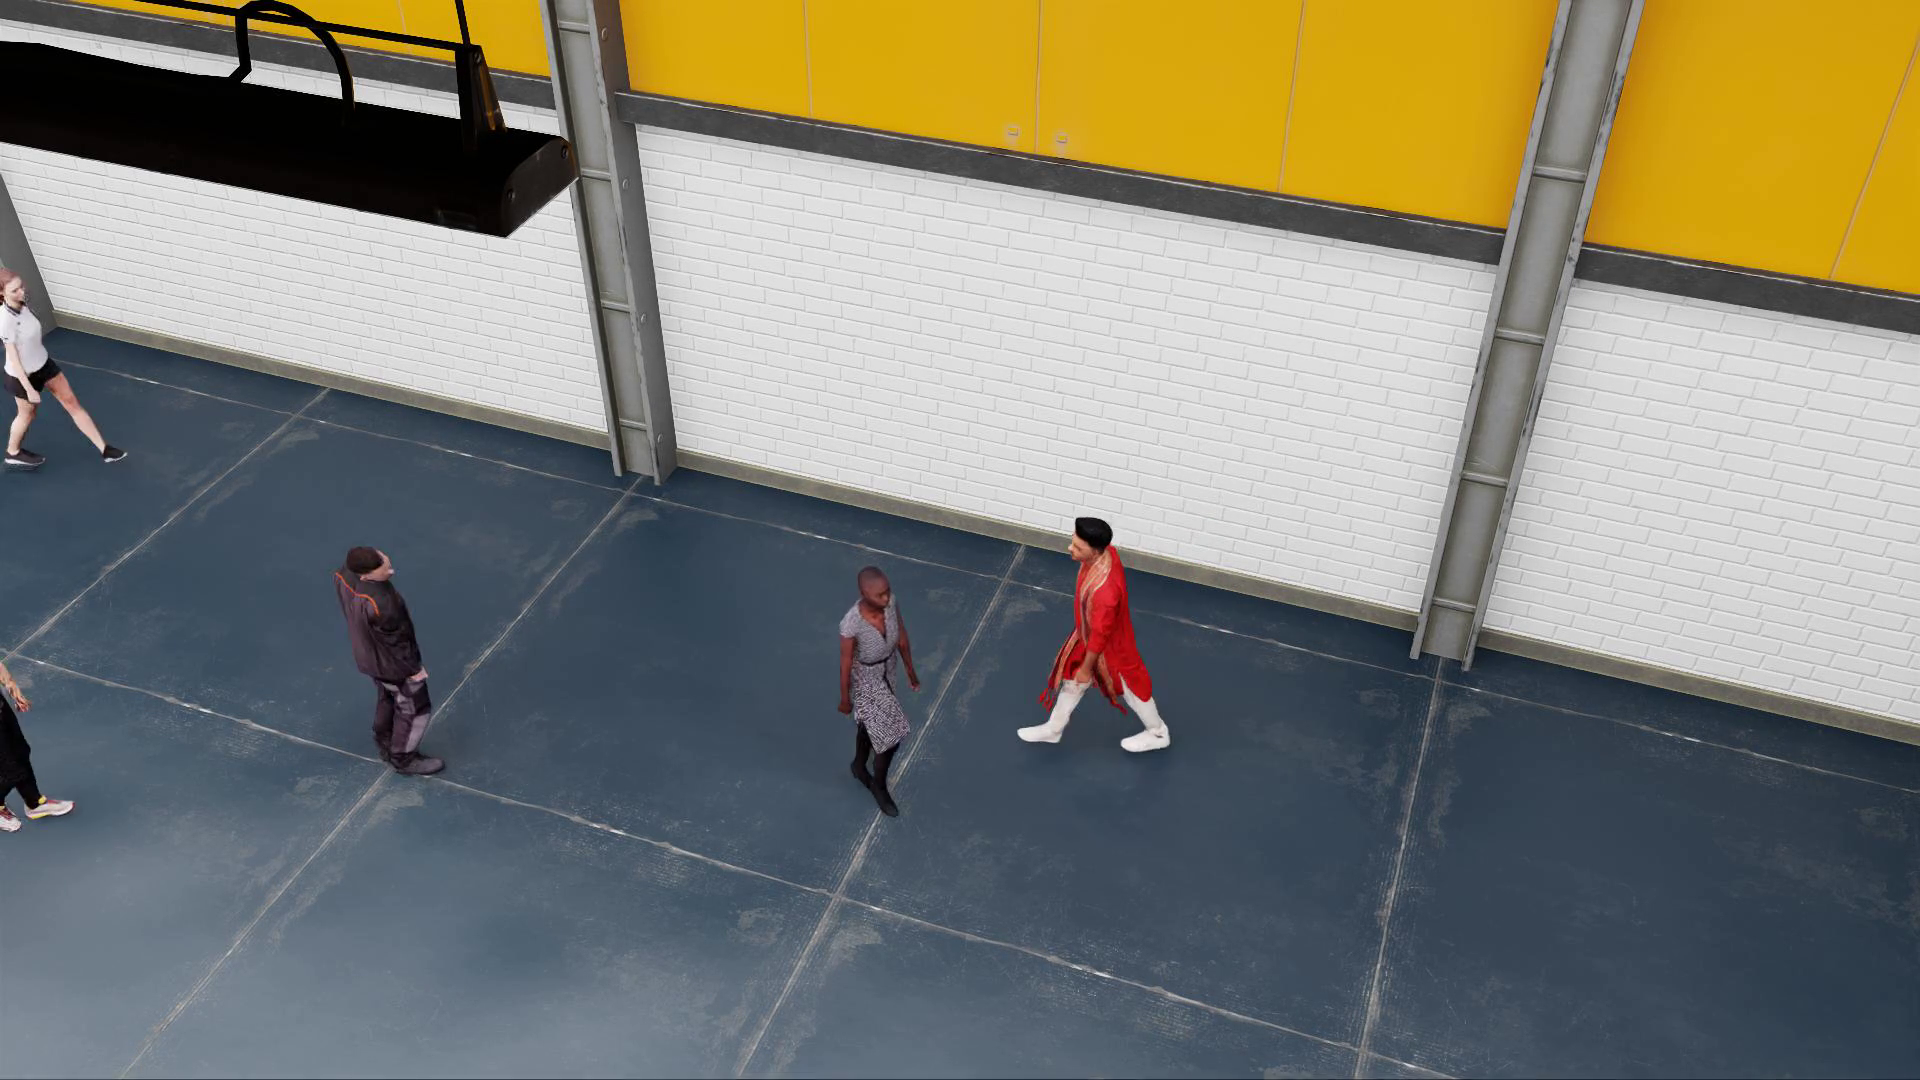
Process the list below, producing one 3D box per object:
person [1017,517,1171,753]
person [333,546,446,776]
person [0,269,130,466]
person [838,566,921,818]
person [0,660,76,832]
[{"bbox_3d":[0.967,0.599,9.868,1.293,1.813,1.034,-3,39,-4],"label":"person"},{"bbox_3d":[-3.382,0.674,9.784,0.766,1.800,0.981,24,45,27],"label":"person"},{"bbox_3d":[-6.908,-1.211,12.234,1.253,1.689,0.886,-2,39,-2],"label":"person"},{"bbox_3d":[-0.569,0.814,9.632,0.796,1.772,0.707,22,43,25],"label":"person"},{"bbox_3d":[-5.599,1.003,9.410,0.806,1.753,0.761,-1,39,-1],"label":"person"}]
